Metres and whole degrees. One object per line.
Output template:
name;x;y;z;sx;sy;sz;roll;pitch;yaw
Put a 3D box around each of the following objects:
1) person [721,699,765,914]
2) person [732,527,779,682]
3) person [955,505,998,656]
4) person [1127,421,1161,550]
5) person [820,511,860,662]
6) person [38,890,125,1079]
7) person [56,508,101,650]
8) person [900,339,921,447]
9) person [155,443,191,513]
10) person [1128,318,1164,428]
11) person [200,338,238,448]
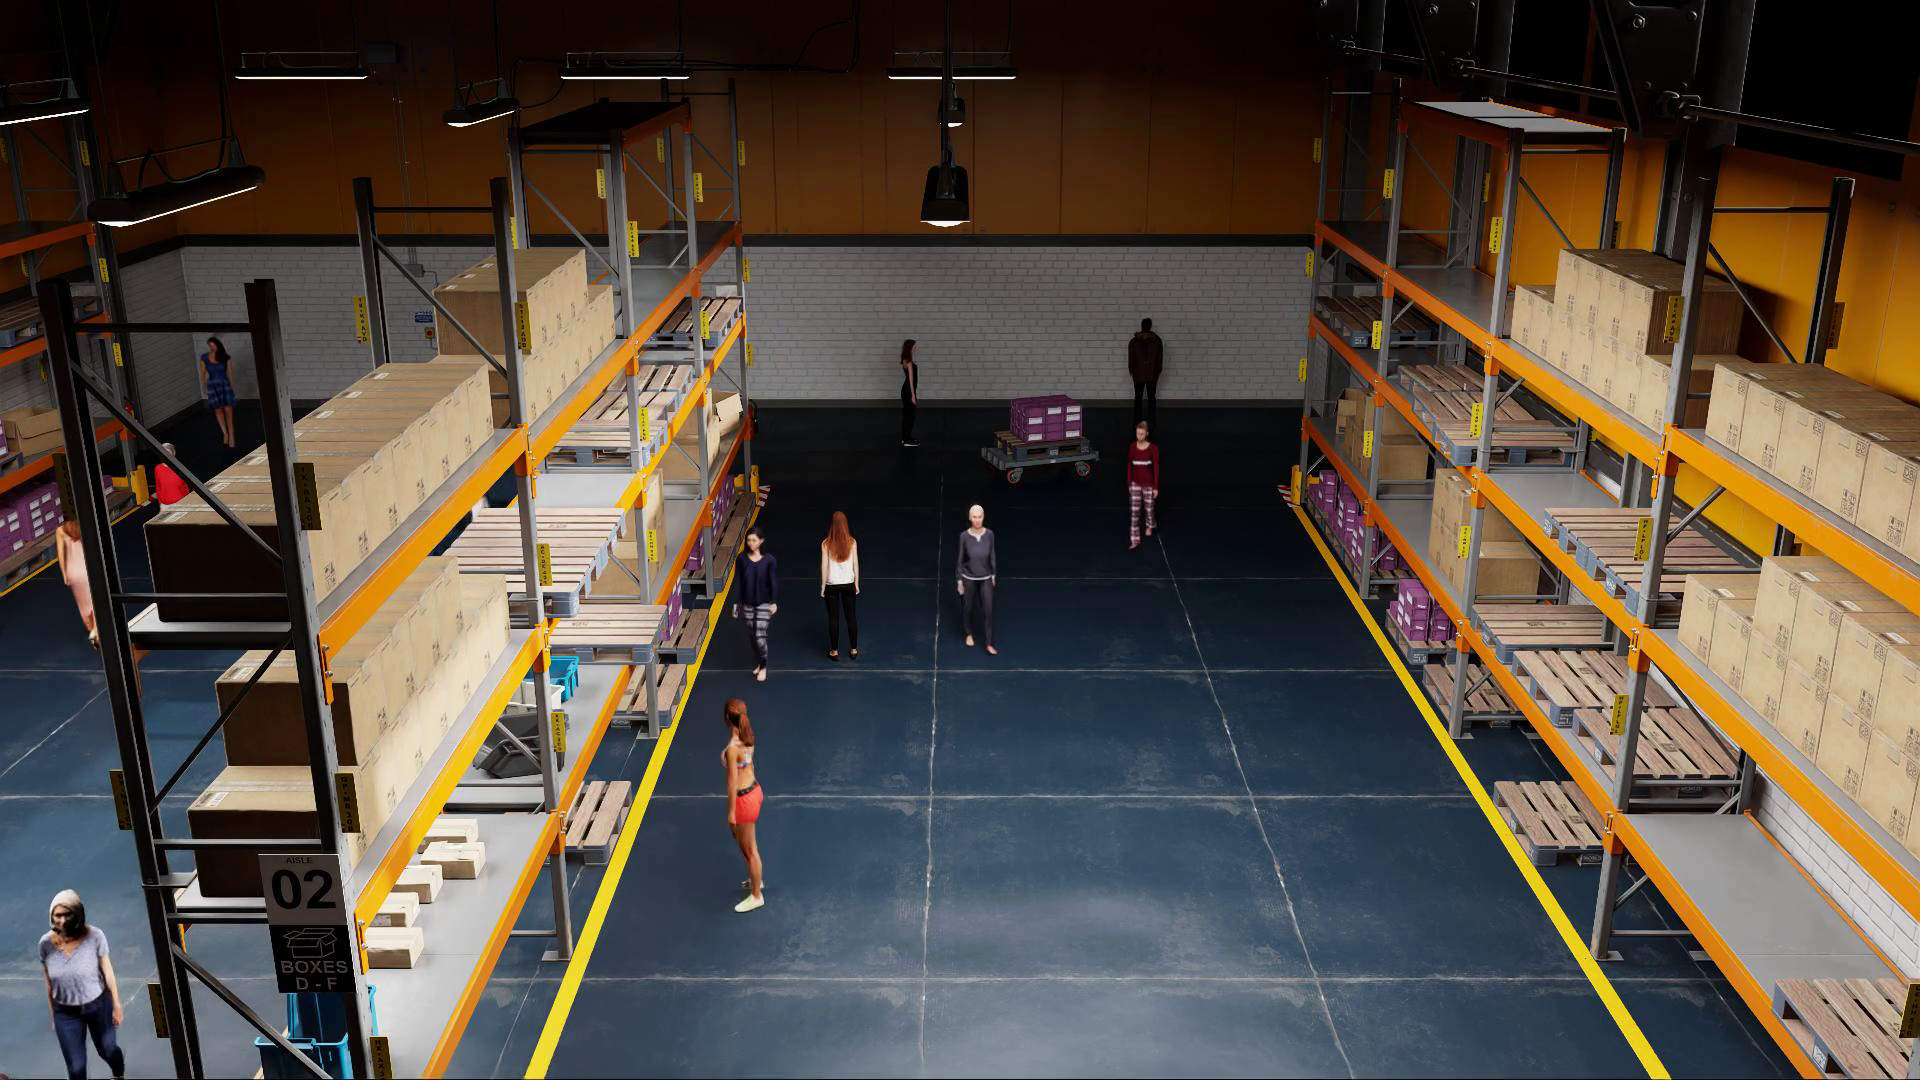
person;-1.714;2.143;13.570;0.803;1.775;0.580;0;19;0
person;-2.191;0.647;18.102;0.692;1.718;0.744;5;19;14
person;0.171;0.399;18.867;0.751;1.700;0.980;-3;19;-10
person;2.493;-0.752;22.340;0.856;1.664;1.108;6;20;18
person;-1.333;0.508;18.511;0.637;1.721;0.584;-5;19;-14
person;-5.754;3.056;10.973;0.743;1.703;1.003;-5;19;-14
person;-9.813;0.417;18.624;0.791;1.822;0.971;-7;20;-20
person;-0.842;-2.414;27.149;0.668;1.745;0.495;-2;19;-7
person;-10.067;-0.430;21.339;0.605;1.693;0.618;-6;19;-16
person;3.158;-2.852;28.294;0.764;1.845;0.680;1;19;4
person;-12.059;-2.416;27.096;0.758;1.782;0.914;-4;19;-12
